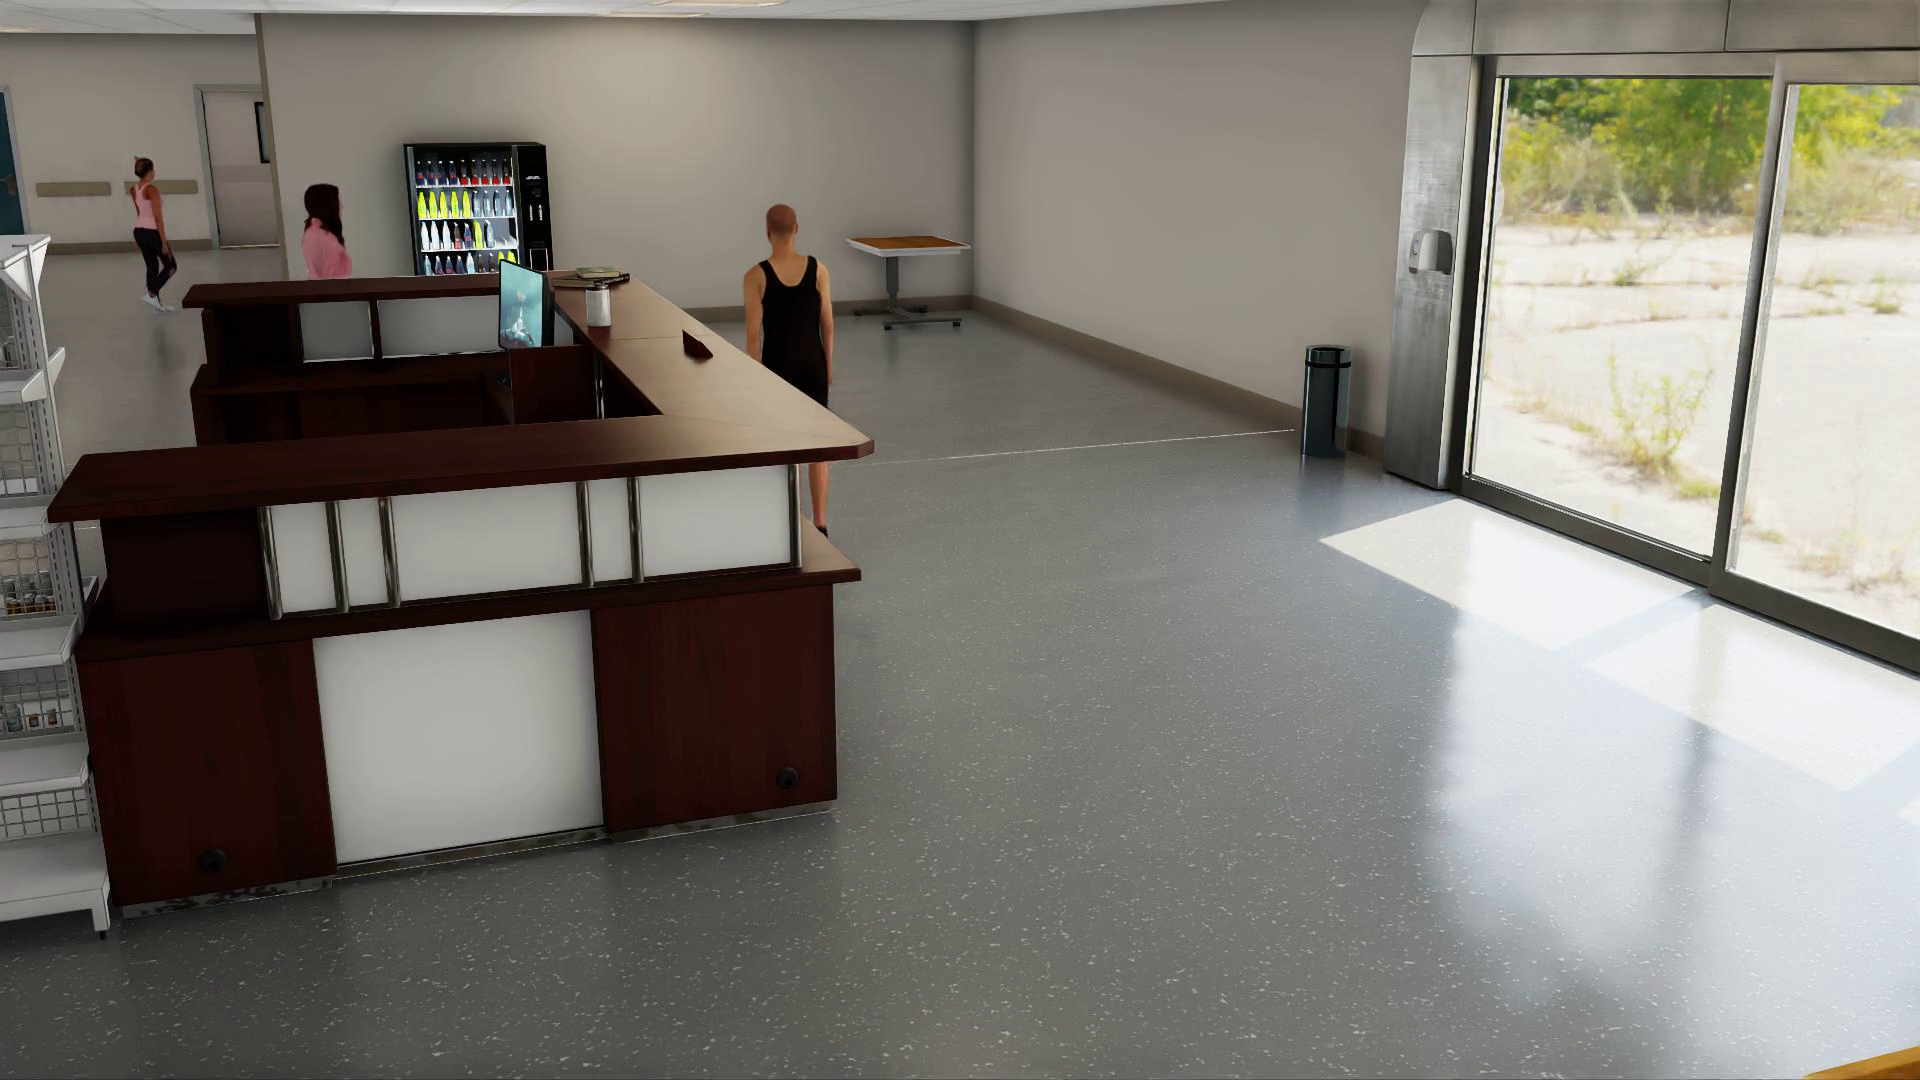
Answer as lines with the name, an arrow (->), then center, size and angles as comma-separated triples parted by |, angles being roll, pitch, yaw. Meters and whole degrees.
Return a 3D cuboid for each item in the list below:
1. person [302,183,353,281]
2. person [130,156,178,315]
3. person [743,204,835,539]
person -> -4.145, -1.366, 10.744 | 0.930, 1.764, 1.202 | 15, 22, 43
person -> -8.501, -3.157, 17.326 | 0.754, 1.641, 0.814 | 8, 18, 27
person -> -0.861, -0.846, 8.893 | 1.126, 1.768, 0.780 | -4, 16, -15
